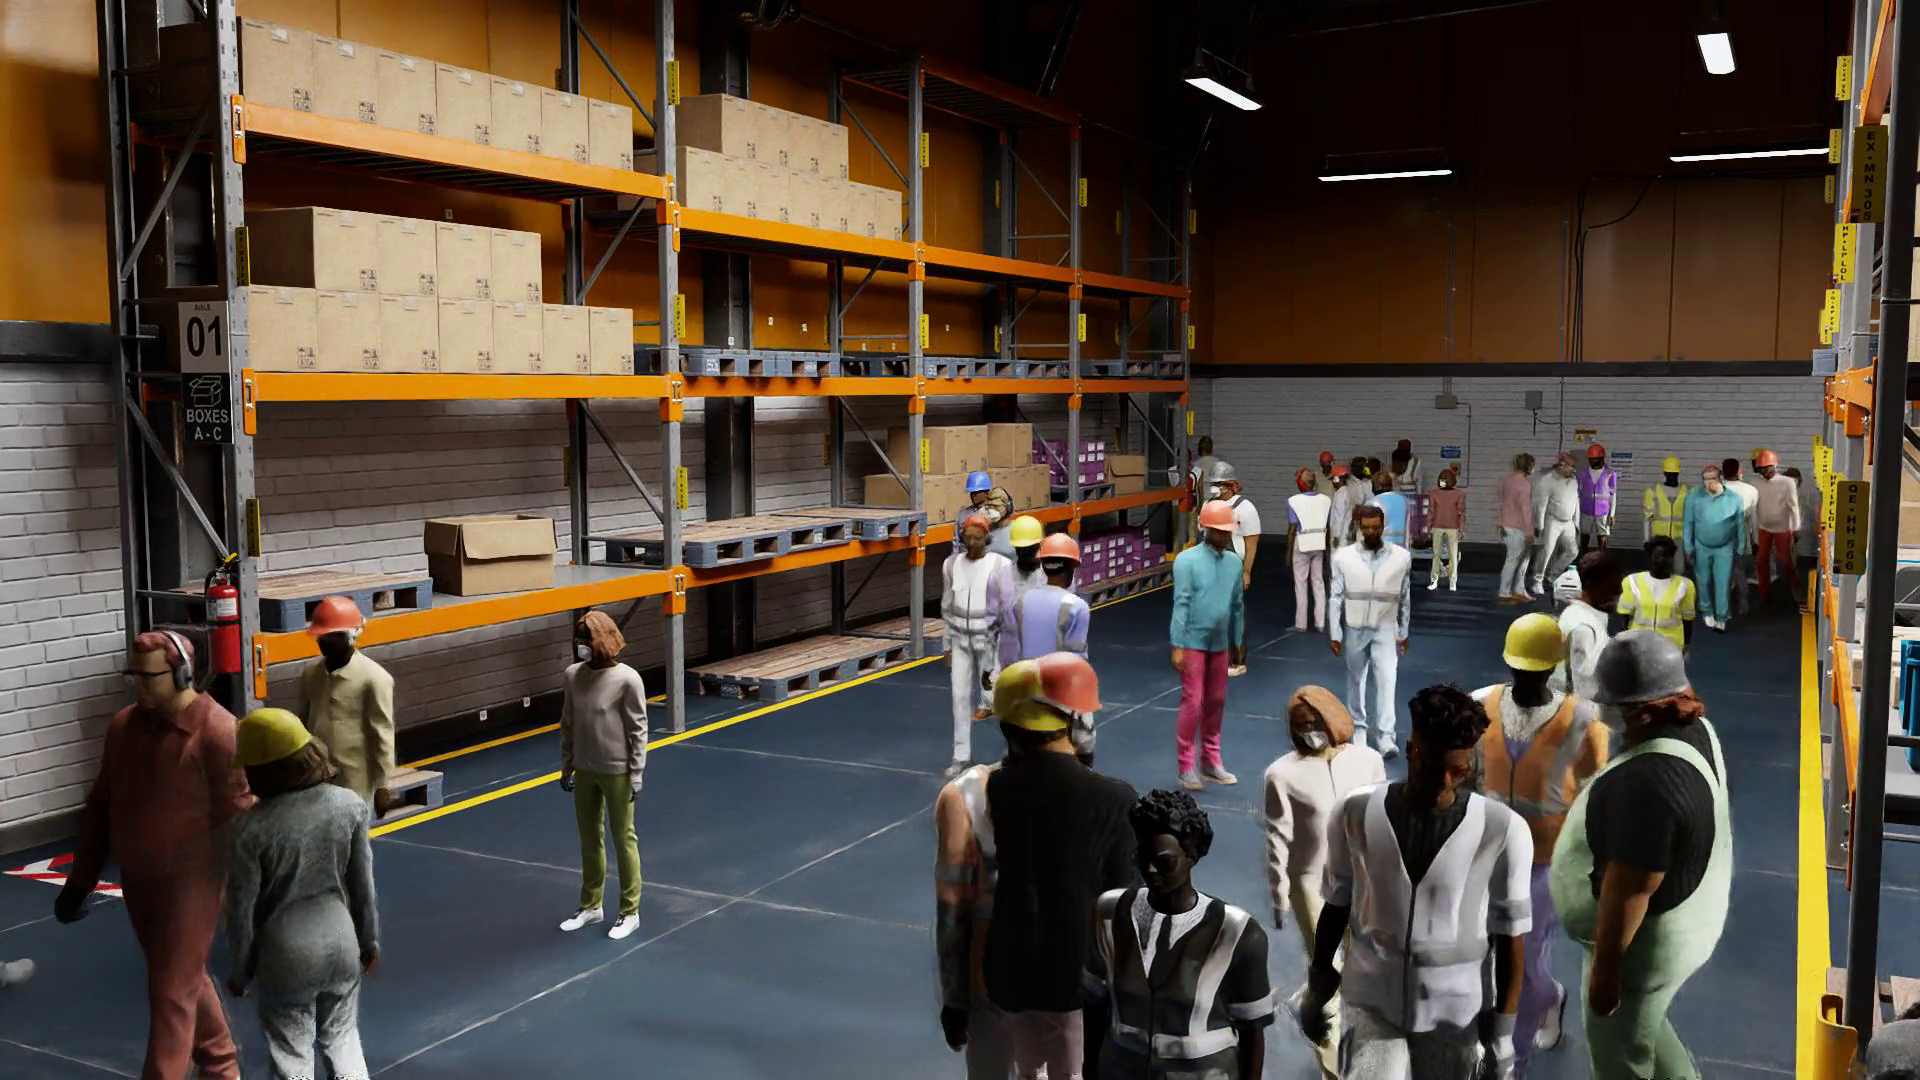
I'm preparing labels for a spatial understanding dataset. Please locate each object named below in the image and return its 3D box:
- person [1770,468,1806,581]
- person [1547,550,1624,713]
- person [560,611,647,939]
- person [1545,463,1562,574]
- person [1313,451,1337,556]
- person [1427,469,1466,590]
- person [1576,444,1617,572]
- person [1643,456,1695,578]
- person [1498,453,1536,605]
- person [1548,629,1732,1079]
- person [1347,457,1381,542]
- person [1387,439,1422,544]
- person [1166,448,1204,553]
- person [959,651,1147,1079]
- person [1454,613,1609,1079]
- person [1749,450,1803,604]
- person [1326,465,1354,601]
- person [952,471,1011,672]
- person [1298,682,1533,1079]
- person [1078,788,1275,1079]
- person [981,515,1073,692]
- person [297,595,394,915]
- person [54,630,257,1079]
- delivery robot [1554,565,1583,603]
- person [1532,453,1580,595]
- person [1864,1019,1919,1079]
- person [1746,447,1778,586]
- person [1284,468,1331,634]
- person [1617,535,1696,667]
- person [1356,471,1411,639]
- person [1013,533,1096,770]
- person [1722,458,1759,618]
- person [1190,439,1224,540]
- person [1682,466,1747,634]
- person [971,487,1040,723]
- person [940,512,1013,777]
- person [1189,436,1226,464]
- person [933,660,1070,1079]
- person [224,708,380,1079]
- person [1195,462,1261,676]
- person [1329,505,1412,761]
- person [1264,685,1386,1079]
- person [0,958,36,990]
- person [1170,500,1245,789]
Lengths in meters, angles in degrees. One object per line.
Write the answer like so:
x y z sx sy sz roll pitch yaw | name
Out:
11.645 -0.224 23.470 0.515 1.600 0.573 1 5 7 | person
3.255 0.990 8.775 0.421 1.902 0.644 2 6 21 | person
-1.787 1.164 8.311 0.504 1.632 0.269 3 6 28 | person
8.638 -0.304 24.119 0.356 1.631 0.556 1 5 7 | person
5.612 -0.491 25.481 0.569 1.749 0.342 3 6 28 | person
6.512 -0.135 22.299 0.504 1.631 0.281 3 6 28 | person
8.964 -0.394 23.482 0.550 1.933 0.371 3 6 28 | person
8.451 -0.040 19.812 0.603 1.901 0.643 2 6 16 | person
7.051 -0.135 20.787 0.676 1.912 0.647 0 5 -1 | person
2.217 1.236 5.380 0.606 2.000 0.753 4 7 38 | person
5.152 -0.130 21.162 0.515 1.837 0.873 -3 6 -29 | person
7.189 -0.692 26.958 0.581 1.882 0.339 3 6 28 | person
3.353 -0.471 24.774 0.567 1.844 0.375 3 6 28 | person
0.225 1.322 4.913 0.623 1.963 0.883 3 6 31 | person
2.286 1.198 6.590 0.606 1.895 0.841 5 7 44 | person
10.251 -0.161 20.908 0.747 1.952 0.641 -4 7 -39 | person
4.852 -0.085 21.263 0.346 1.740 0.587 2 6 18 | person
0.196 0.323 15.689 0.610 1.946 0.405 3 6 28 | person
1.355 1.343 4.972 0.674 1.918 0.910 3 6 26 | person
0.558 1.494 4.430 0.539 1.695 0.319 3 6 28 | person
0.444 0.785 10.900 0.594 1.910 0.448 2 6 21 | person
-3.010 1.135 8.141 0.573 1.764 0.431 3 6 29 | person
-2.920 1.258 6.036 0.662 1.869 0.790 3 6 27 | person
7.413 0.551 20.152 0.477 0.478 0.707 3 6 26 | delivery robot
7.843 -0.211 21.860 0.740 1.867 0.513 -3 6 -28 | person
2.054 1.580 3.408 0.514 1.707 0.532 -4 7 -38 | person
10.959 -0.318 22.774 0.441 1.914 0.638 2 6 24 | person
3.851 0.128 18.357 0.576 1.842 0.374 -2 6 -23 | person
5.146 0.783 12.313 0.531 1.654 0.885 3 6 27 | person
4.546 0.156 18.241 0.652 1.804 0.858 -4 6 -33 | person
0.577 0.912 9.613 0.542 1.896 0.705 4 7 37 | person
9.063 -0.014 19.571 0.615 1.898 0.458 0 5 2 | person
3.790 -0.597 25.704 0.673 1.928 0.481 -2 6 -17 | person
8.457 0.100 18.644 0.662 1.856 0.989 3 6 26 | person
0.339 0.535 13.457 0.633 1.938 0.356 3 6 28 | person
0.143 0.729 11.815 0.591 1.870 0.630 3 6 26 | person
4.016 -0.734 27.114 0.633 1.938 0.356 3 6 28 | person
0.202 1.317 5.110 0.594 1.924 0.383 -3 6 -32 | person
-2.163 1.388 5.498 0.332 1.713 0.516 4 7 38 | person
2.477 0.266 15.810 0.536 2.000 0.688 -4 7 -38 | person
3.040 0.681 12.307 0.598 1.857 1.014 1 5 9 | person
1.437 1.351 6.456 0.527 1.602 0.533 -1 5 -15 | person
-4.526 1.129 7.266 0.626 1.898 0.889 3 6 26 | person
1.694 0.713 11.346 0.687 1.984 0.440 -3 6 -31 | person
